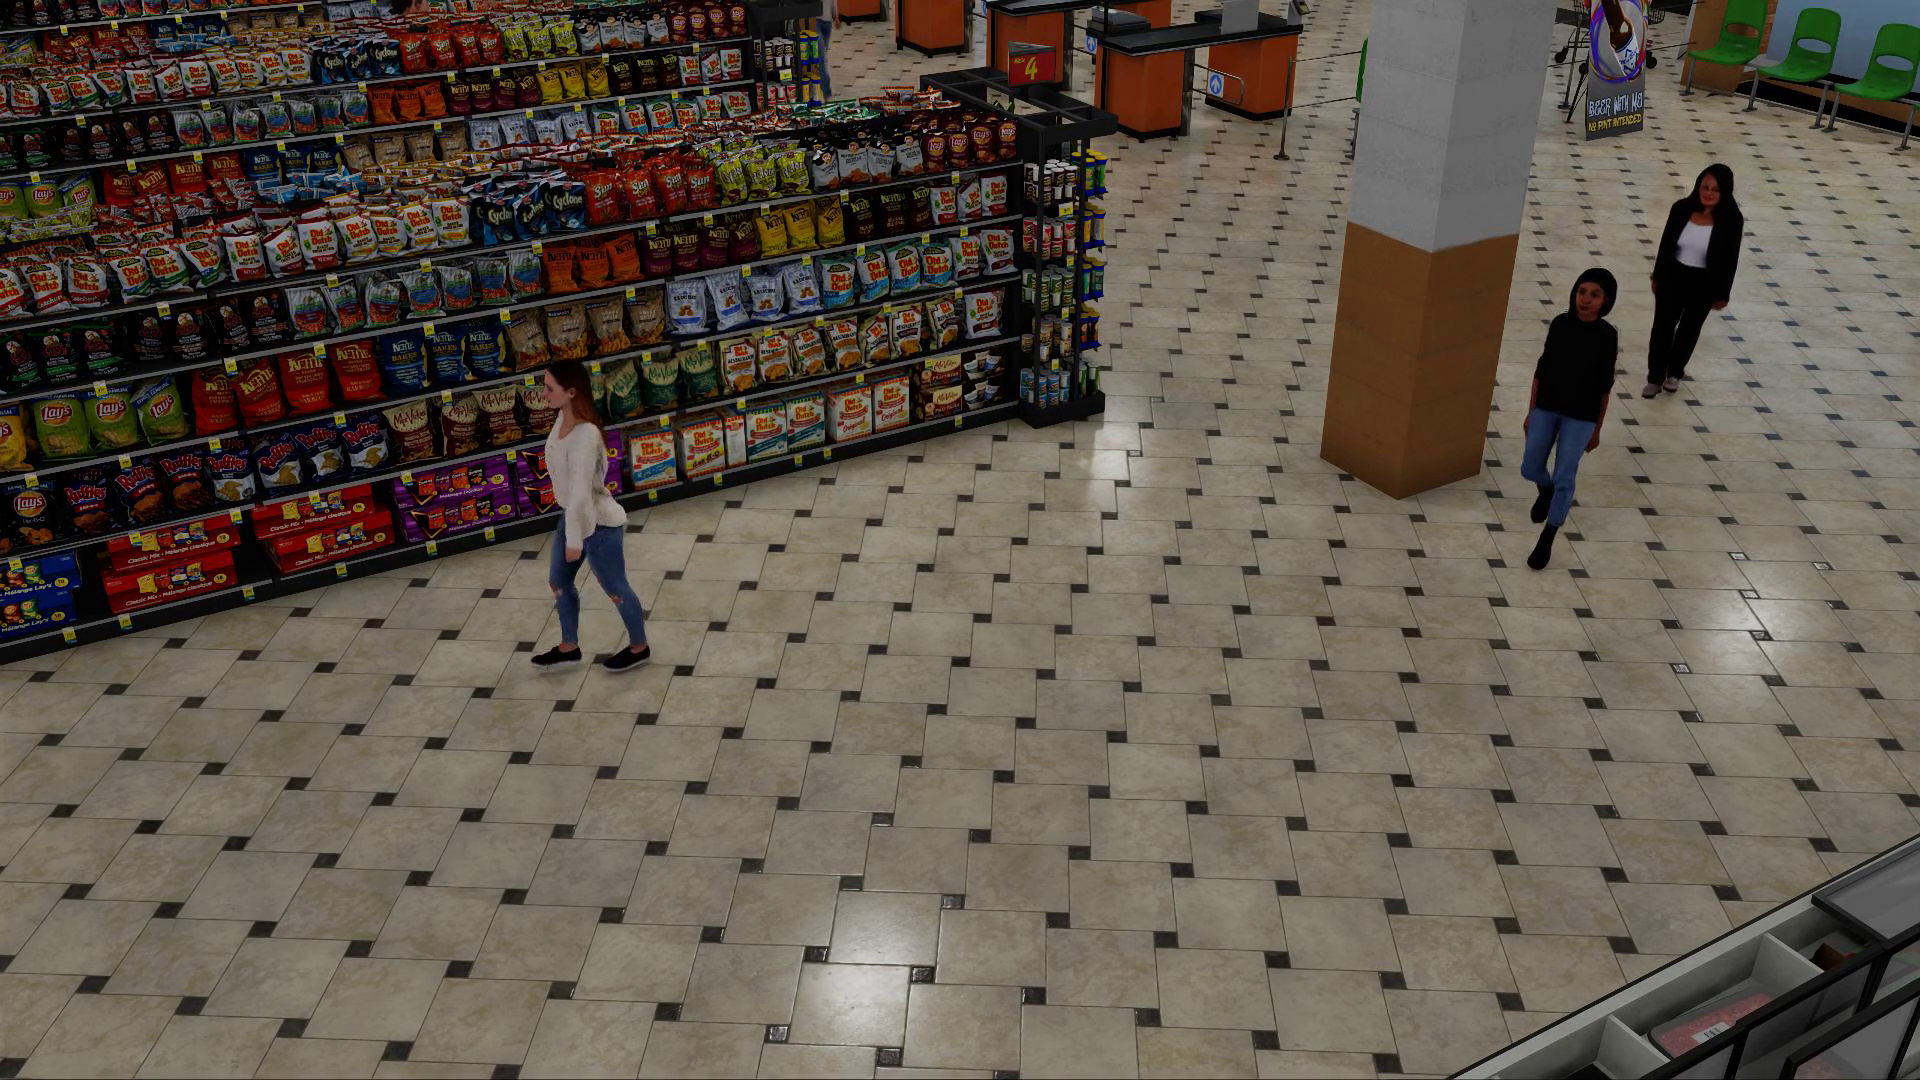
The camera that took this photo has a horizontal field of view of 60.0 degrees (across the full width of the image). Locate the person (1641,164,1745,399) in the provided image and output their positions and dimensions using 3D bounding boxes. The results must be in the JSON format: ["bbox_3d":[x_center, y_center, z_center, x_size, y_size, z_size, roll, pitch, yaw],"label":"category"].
[{"bbox_3d":[4.909,-1.746,11.133,0.862,1.599,0.930,15,32,25],"label":"person"}]

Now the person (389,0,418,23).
[{"bbox_3d":[-5.110,-4.242,15.580,0.720,1.719,0.696,21,35,33],"label":"person"}]

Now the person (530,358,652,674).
[{"bbox_3d":[-1.699,-0.092,8.028,0.808,1.670,0.663,-14,32,-24],"label":"person"}]

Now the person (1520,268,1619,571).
[{"bbox_3d":[3.333,-0.688,9.108,0.769,1.682,0.906,19,34,30],"label":"person"}]
